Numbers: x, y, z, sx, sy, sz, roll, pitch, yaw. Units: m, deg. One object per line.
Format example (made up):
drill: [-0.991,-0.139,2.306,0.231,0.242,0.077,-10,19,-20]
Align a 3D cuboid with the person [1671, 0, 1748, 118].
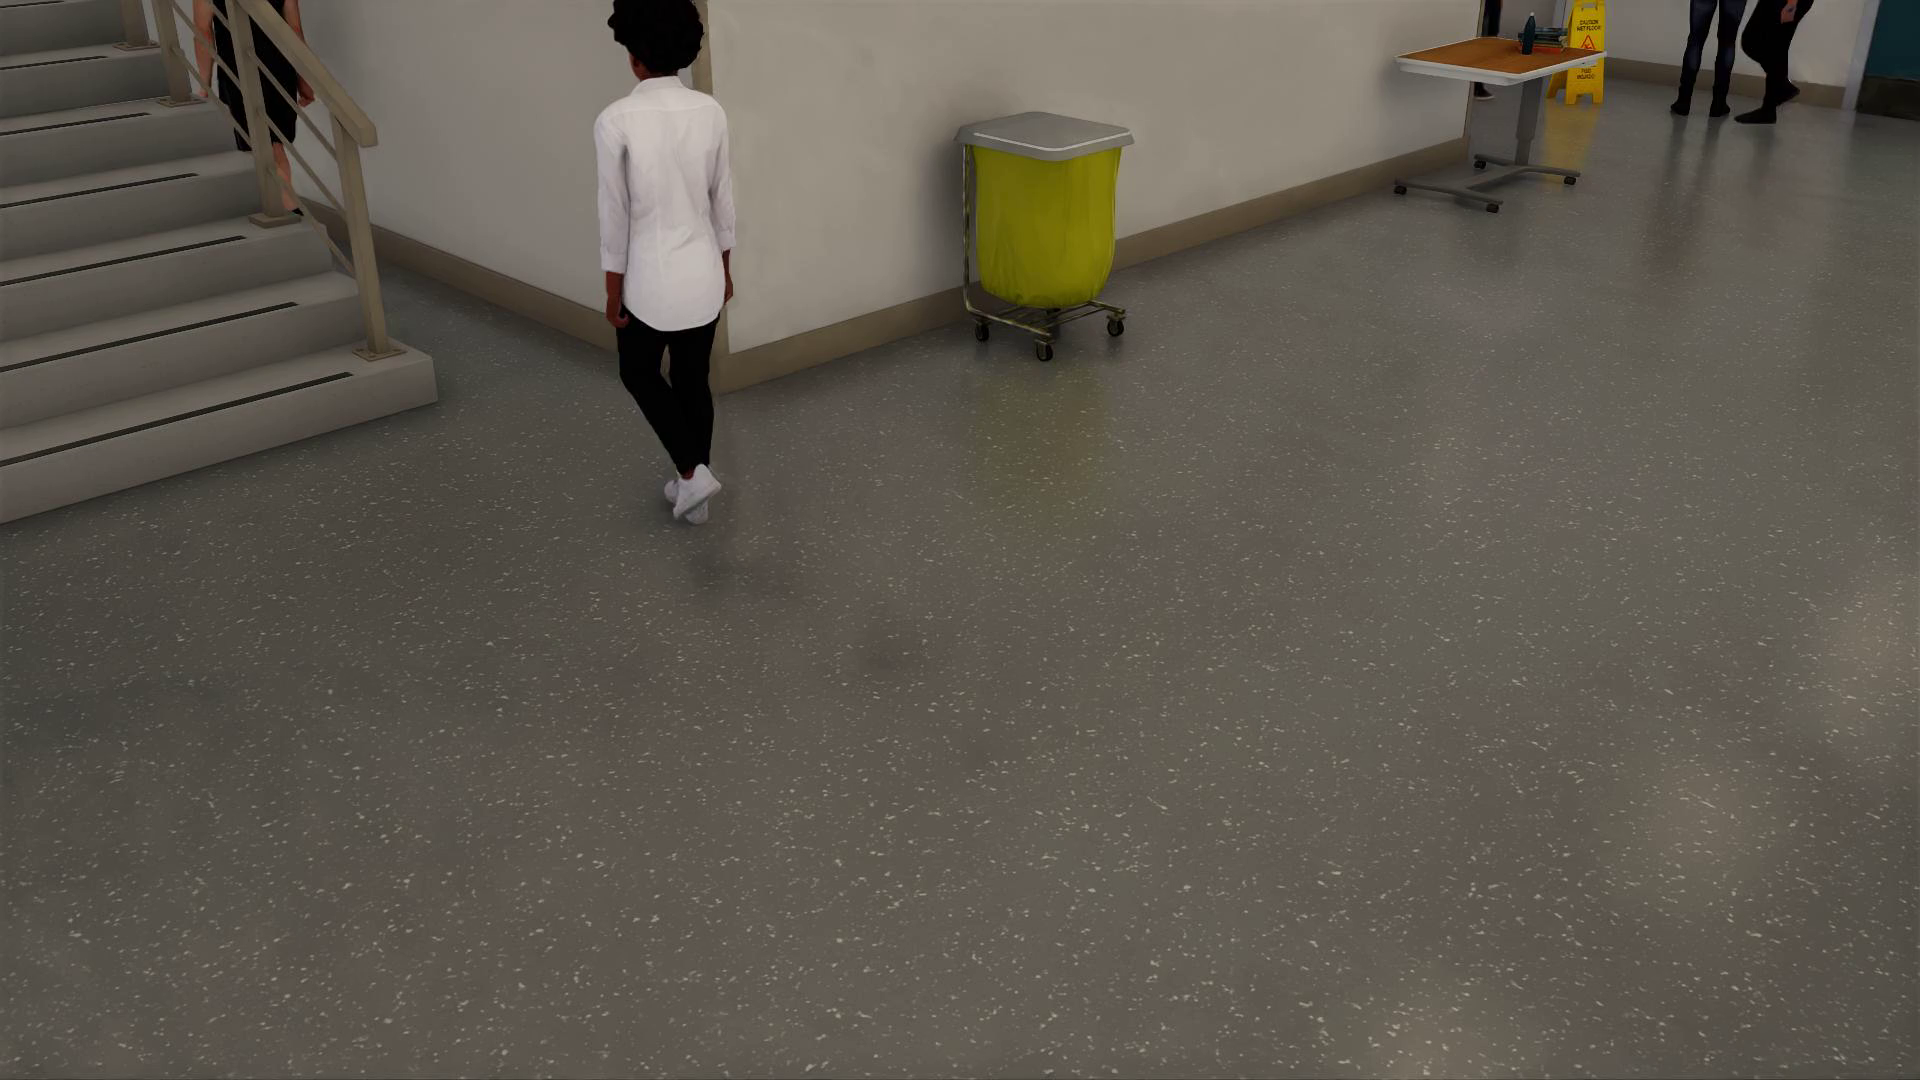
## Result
person: [5.440,-4.006,11.861,0.665,1.897,0.806,10,27,19]

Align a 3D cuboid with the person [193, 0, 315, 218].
person: [-3.512,-2.302,8.367,1.122,1.863,0.678,23,34,39]

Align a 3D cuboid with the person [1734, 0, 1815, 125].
person: [5.825,-3.755,11.525,0.883,1.737,0.825,4,26,7]

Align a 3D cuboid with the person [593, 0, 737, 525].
person: [-0.912,-0.858,5.444,0.730,1.800,0.802,-15,30,-29]
